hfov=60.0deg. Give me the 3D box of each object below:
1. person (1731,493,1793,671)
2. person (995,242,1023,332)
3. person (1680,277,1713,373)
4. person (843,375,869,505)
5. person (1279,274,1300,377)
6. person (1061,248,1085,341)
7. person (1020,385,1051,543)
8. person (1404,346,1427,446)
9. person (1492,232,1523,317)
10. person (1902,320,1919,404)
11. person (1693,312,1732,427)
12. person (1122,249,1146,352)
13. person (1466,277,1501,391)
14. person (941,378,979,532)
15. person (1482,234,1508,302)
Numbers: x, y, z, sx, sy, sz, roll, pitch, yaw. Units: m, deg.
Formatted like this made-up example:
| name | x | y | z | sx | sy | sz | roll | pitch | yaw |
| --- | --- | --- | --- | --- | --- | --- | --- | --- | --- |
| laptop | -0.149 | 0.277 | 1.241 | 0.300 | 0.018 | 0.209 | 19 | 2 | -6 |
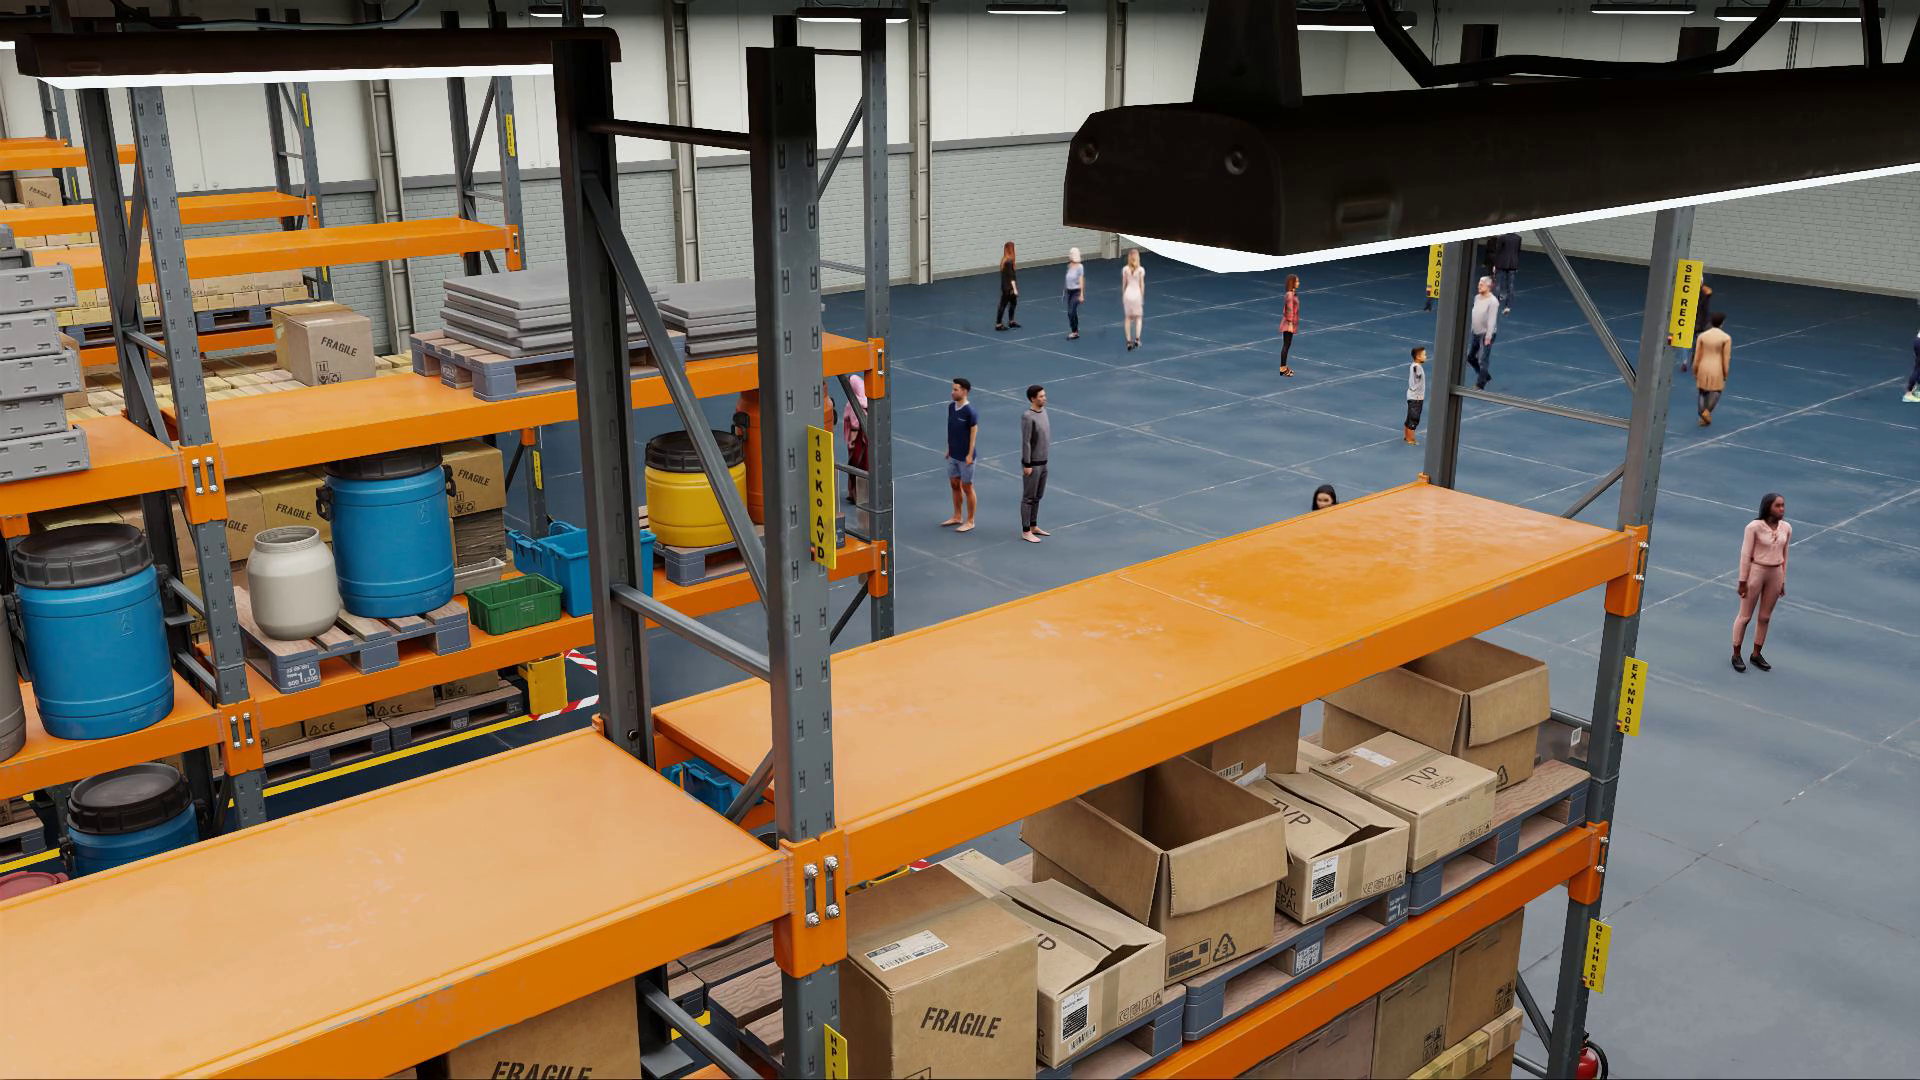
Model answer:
| name | x | y | z | sx | sy | sz | roll | pitch | yaw |
| --- | --- | --- | --- | --- | --- | --- | --- | --- | --- |
| person | 7.568 | 0.389 | 15.706 | 0.662 | 1.718 | 0.764 | -2 | 18 | -5 |
| person | 0.806 | -4.827 | 31.769 | 0.896 | 1.688 | 0.817 | -1 | 18 | -2 |
| person | 12.547 | -3.690 | 28.396 | 0.806 | 1.616 | 1.052 | 11 | 21 | 30 |
| person | -1.275 | -1.289 | 20.992 | 0.824 | 1.636 | 0.738 | 4 | 18 | 11 |
| person | 5.566 | -3.639 | 28.099 | 0.767 | 1.702 | 0.678 | 4 | 19 | 13 |
| person | 2.196 | -4.579 | 30.975 | 0.629 | 1.710 | 0.627 | -12 | 21 | -32 |
| person | 0.875 | -0.929 | 19.553 | 0.804 | 1.842 | 0.630 | 10 | 21 | 28 |
| person | 6.530 | -2.118 | 23.826 | 0.697 | 1.456 | 0.641 | 1 | 18 | 4 |
| person | 9.915 | -4.988 | 30.285 | 0.812 | 1.781 | 0.792 | 0 | 18 | 0 |
| person | 15.039 | -2.997 | 26.152 | 0.804 | 1.688 | 0.728 | 4 | 19 | 13 |
| person | 11.101 | -2.513 | 24.616 | 0.764 | 1.719 | 0.853 | 13 | 22 | 34 |
| person | 3.085 | -4.303 | 29.964 | 0.808 | 1.810 | 0.920 | 7 | 19 | 21 |
| person | 8.467 | -3.293 | 26.721 | 0.886 | 1.899 | 0.874 | -5 | 19 | -16 |
| person | 0.027 | -1.041 | 19.883 | 0.558 | 1.850 | 0.619 | -13 | 22 | -35 |
| person | 11.013 | -5.764 | 34.497 | 1.080 | 1.781 | 0.839 | -8 | 20 | -22 |
